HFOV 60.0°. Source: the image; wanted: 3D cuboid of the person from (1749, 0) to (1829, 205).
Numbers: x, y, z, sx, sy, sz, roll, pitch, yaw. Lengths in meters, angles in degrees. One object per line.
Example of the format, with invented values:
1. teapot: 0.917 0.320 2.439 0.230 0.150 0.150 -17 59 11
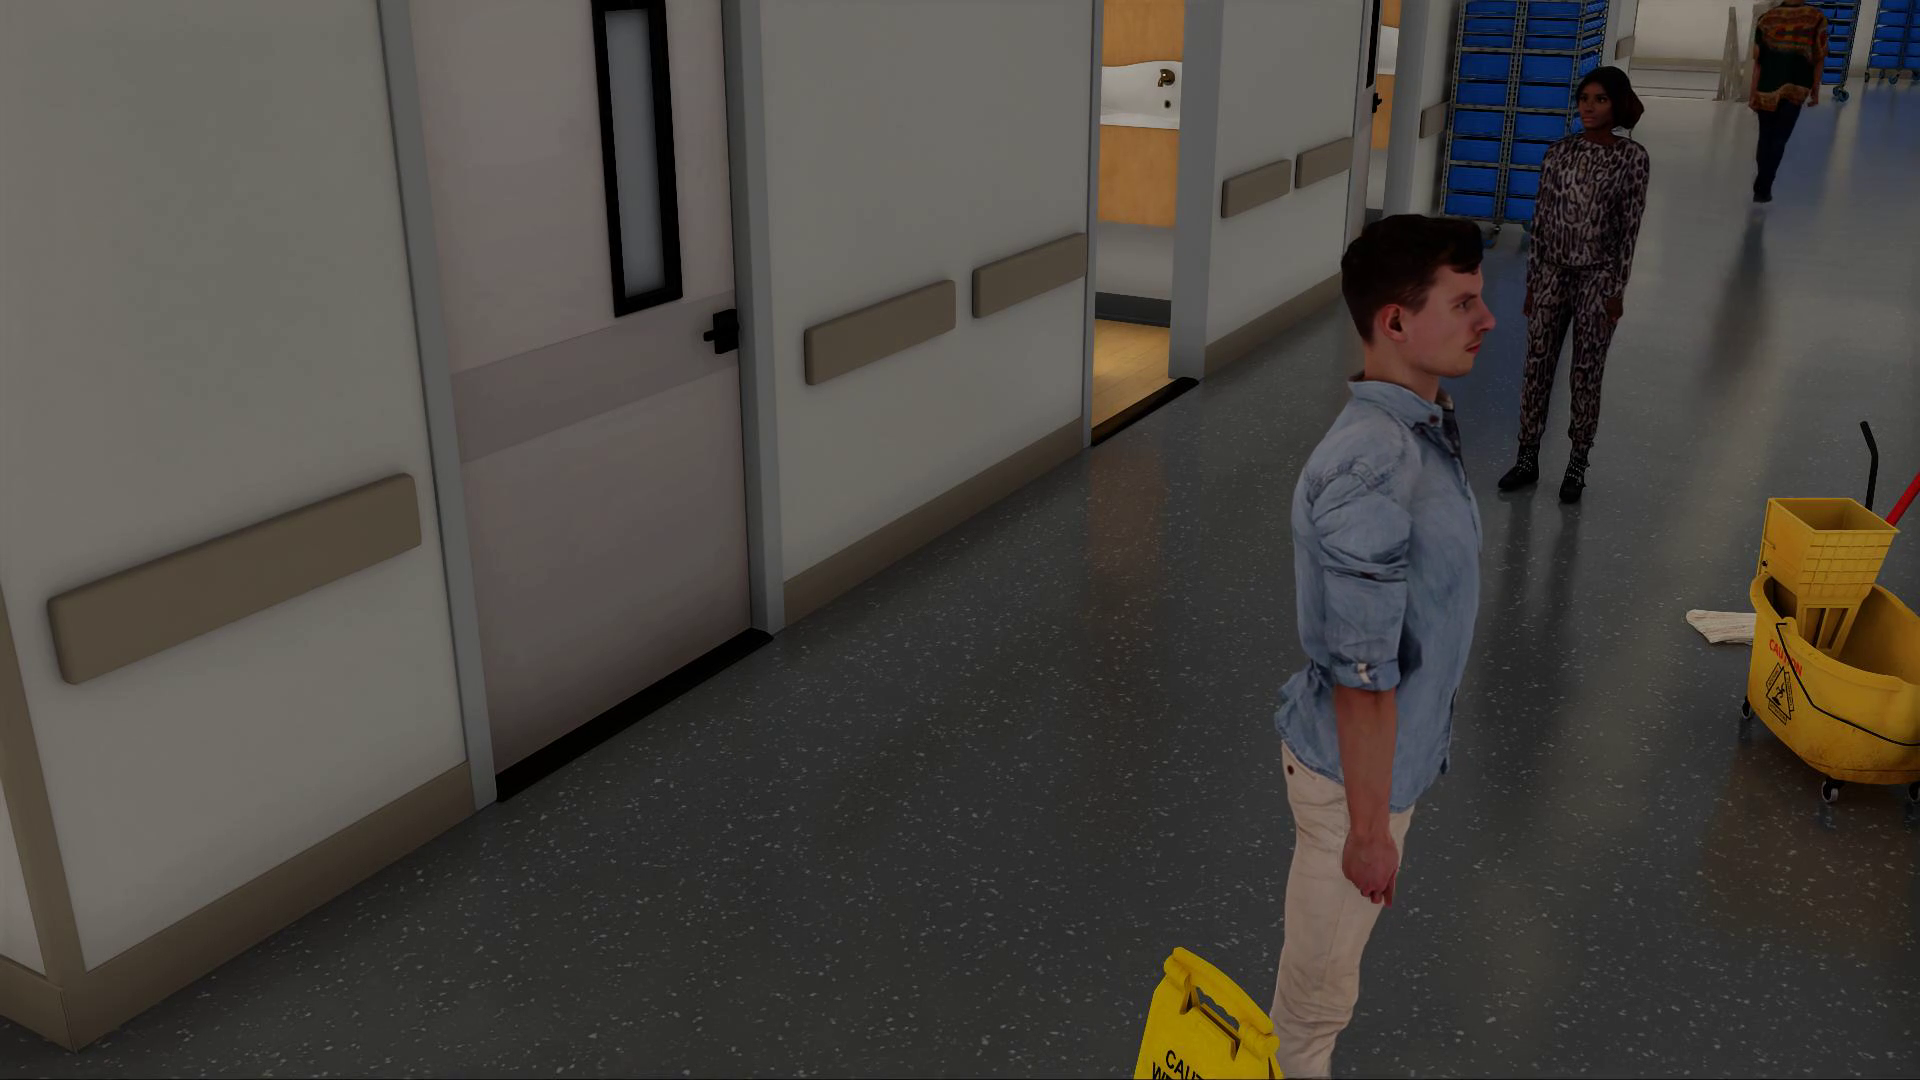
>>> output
1. person: 6.529 -3.539 13.220 0.775 1.753 1.197 15 25 34

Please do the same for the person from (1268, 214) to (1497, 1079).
1. person: 0.676 0.367 2.832 0.736 1.847 0.541 8 22 20

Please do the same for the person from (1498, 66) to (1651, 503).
1. person: 2.471 -1.010 6.655 0.606 1.714 0.603 16 26 37
